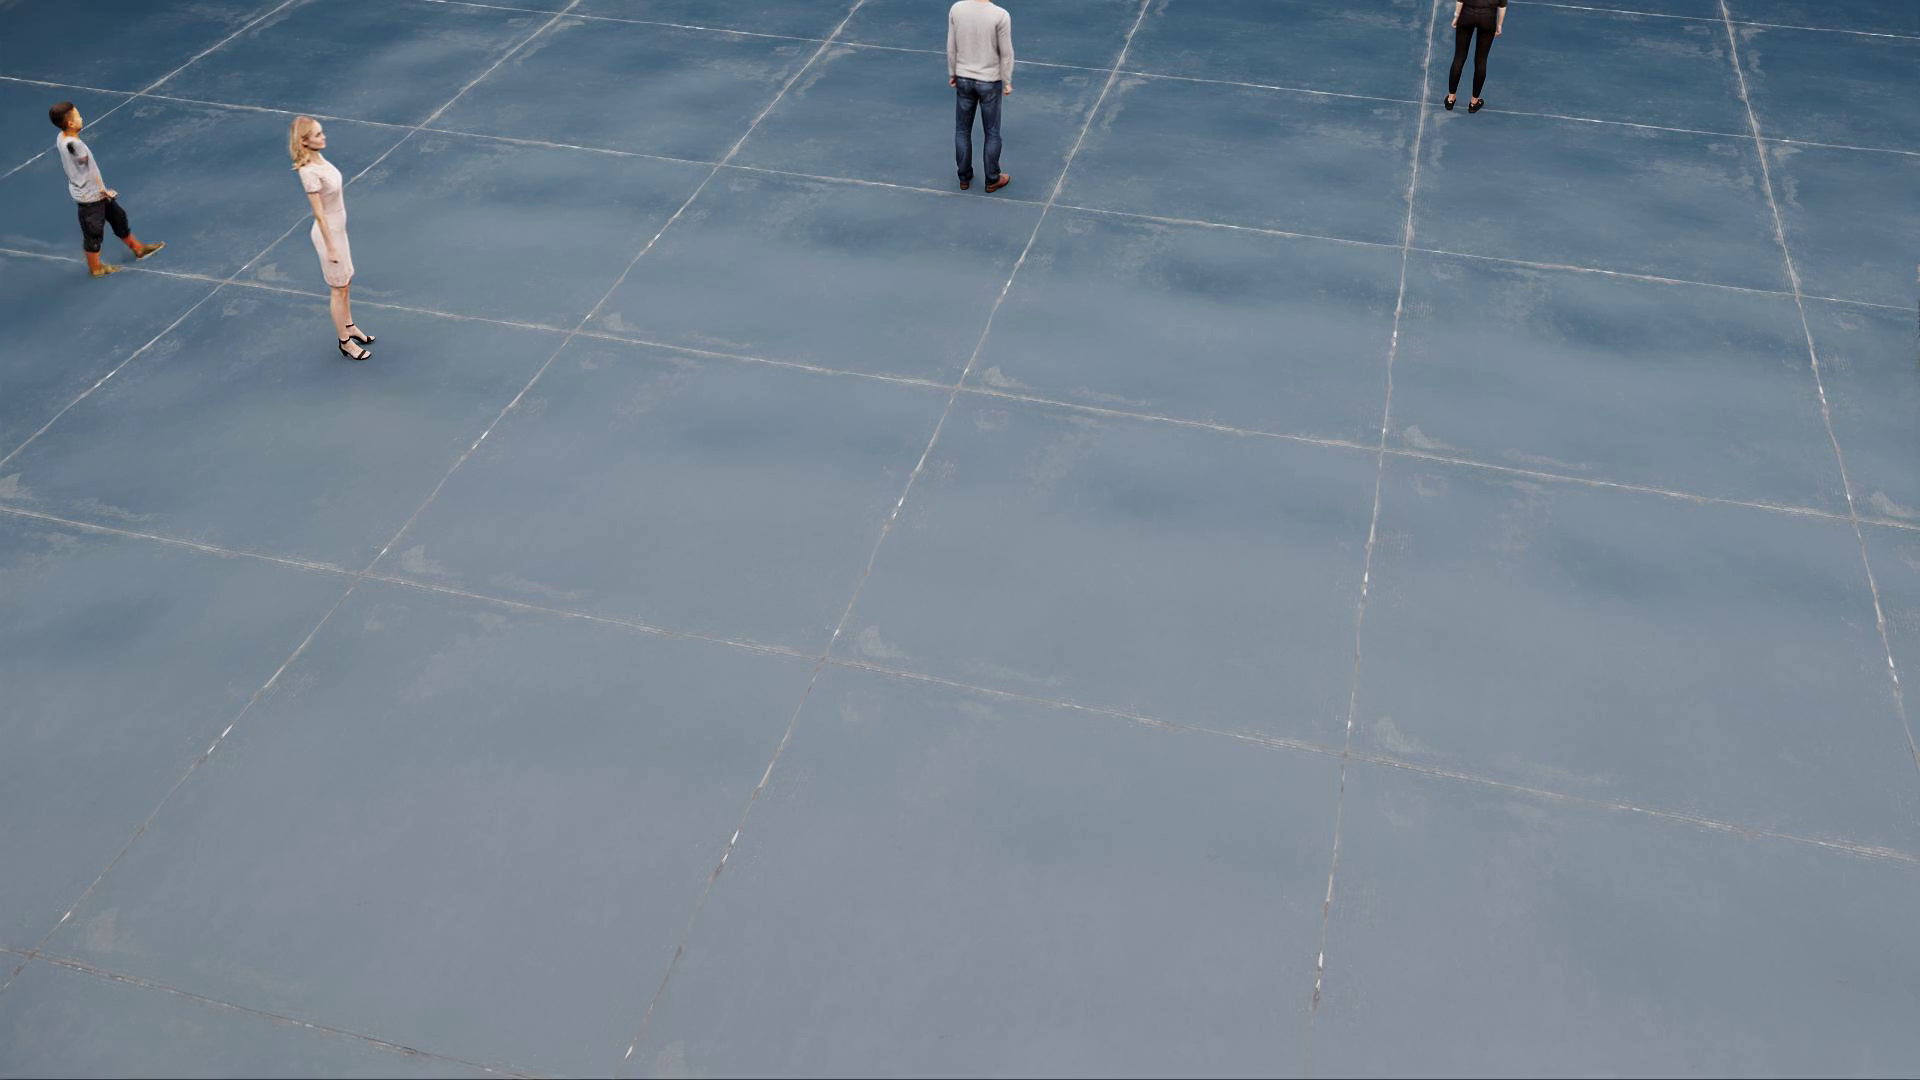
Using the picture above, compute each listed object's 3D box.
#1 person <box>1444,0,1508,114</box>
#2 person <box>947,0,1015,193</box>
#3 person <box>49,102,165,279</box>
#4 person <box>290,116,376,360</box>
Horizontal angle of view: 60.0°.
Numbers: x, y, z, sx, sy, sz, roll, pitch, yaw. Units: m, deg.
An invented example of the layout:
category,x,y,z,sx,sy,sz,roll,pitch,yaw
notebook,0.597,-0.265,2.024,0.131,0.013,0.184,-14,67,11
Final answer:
category,x,y,z,sx,sy,sz,roll,pitch,yaw
person,4.762,-4.801,15.305,0.628,1.711,0.573,14,40,17
person,0.164,-3.856,13.936,0.759,1.909,0.669,14,40,17
person,-6.820,-2.718,12.863,0.981,1.439,0.870,-28,46,-31
person,-4.475,-2.150,11.820,0.705,1.829,0.570,-5,38,-6
